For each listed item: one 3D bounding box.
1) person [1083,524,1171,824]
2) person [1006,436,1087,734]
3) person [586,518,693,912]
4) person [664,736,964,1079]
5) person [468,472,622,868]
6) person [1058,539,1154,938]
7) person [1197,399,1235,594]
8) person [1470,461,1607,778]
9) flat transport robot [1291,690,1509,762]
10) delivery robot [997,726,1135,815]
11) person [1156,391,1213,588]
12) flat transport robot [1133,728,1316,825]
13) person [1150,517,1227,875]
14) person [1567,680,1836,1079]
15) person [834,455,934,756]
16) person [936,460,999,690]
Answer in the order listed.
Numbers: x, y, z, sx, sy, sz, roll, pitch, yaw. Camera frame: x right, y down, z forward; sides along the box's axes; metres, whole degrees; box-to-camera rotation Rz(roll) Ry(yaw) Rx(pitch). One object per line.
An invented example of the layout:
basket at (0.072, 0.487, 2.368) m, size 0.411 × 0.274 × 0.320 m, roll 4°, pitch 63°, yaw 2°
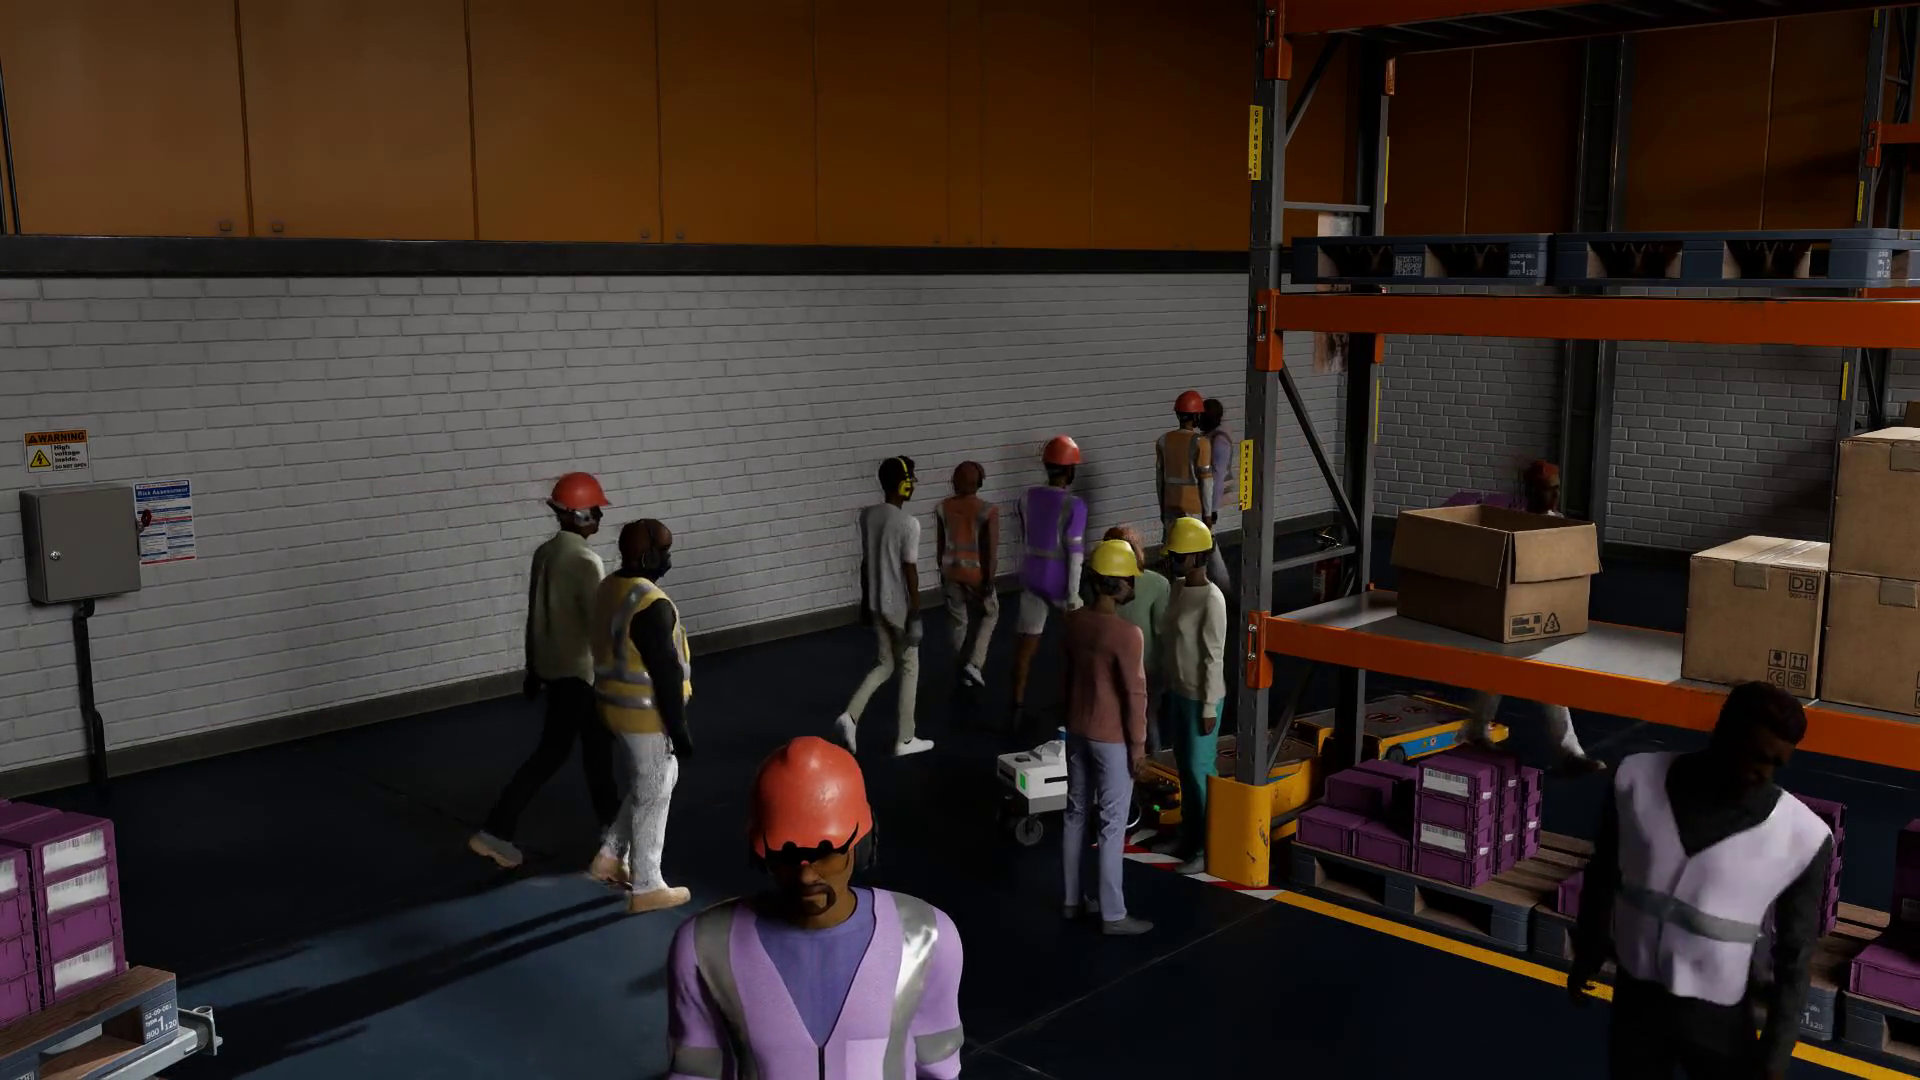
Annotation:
person at (0.934, 0.686, 9.067) m, size 0.538 × 1.594 × 0.823 m, roll 3°, pitch 10°, yaw 17°
person at (0.622, 0.275, 10.723) m, size 0.549 × 1.887 × 1.003 m, roll 7°, pitch 11°, yaw 36°
person at (-1.441, 0.810, 7.616) m, size 0.433 × 1.828 × 0.624 m, roll -5°, pitch 10°, yaw -27°
person at (-0.288, 1.387, 3.402) m, size 0.614 × 2.040 × 0.390 m, roll -1°, pitch 9°, yaw -8°
person at (-2.026, 0.636, 8.301) m, size 0.996 × 1.955 × 0.598 m, roll -6°, pitch 11°, yaw -32°
person at (0.648, 0.873, 7.409) m, size 0.329 × 1.765 × 0.527 m, roll -7°, pitch 11°, yaw -35°
person at (2.183, -0.351, 14.755) m, size 0.579 × 1.816 × 0.719 m, roll 0°, pitch 9°, yaw -2°
person at (3.351, 0.459, 9.734) m, size 0.588 × 1.837 × 0.949 m, roll -5°, pitch 11°, yaw -29°
flat transport robot at (2.641, 1.165, 10.182) m, size 1.431 × 0.197 × 0.652 m, roll -6°, pitch 11°, yaw -34°
delivery robot at (0.559, 1.218, 8.699) m, size 0.707 × 0.478 × 0.477 m, roll -4°, pitch 10°, yaw -23°
person at (1.900, -0.282, 13.959) m, size 0.542 × 1.938 × 0.358 m, roll 8°, pitch 12°, yaw 42°
flat transport robot at (1.489, 1.303, 9.334) m, size 1.431 × 0.197 × 0.652 m, roll -6°, pitch 11°, yaw -31°
person at (1.123, 0.757, 8.149) m, size 0.340 × 1.760 × 0.530 m, roll -2°, pitch 10°, yaw -14°
person at (2.030, 1.270, 4.656) m, size 0.375 × 1.877 × 0.691 m, roll -9°, pitch 13°, yaw -44°
person at (-0.446, 0.416, 9.946) m, size 0.535 × 1.850 × 0.633 m, roll 9°, pitch 13°, yaw 44°
person at (0.056, 0.253, 11.629) m, size 0.518 × 1.625 × 0.363 m, roll 4°, pitch 10°, yaw 25°
